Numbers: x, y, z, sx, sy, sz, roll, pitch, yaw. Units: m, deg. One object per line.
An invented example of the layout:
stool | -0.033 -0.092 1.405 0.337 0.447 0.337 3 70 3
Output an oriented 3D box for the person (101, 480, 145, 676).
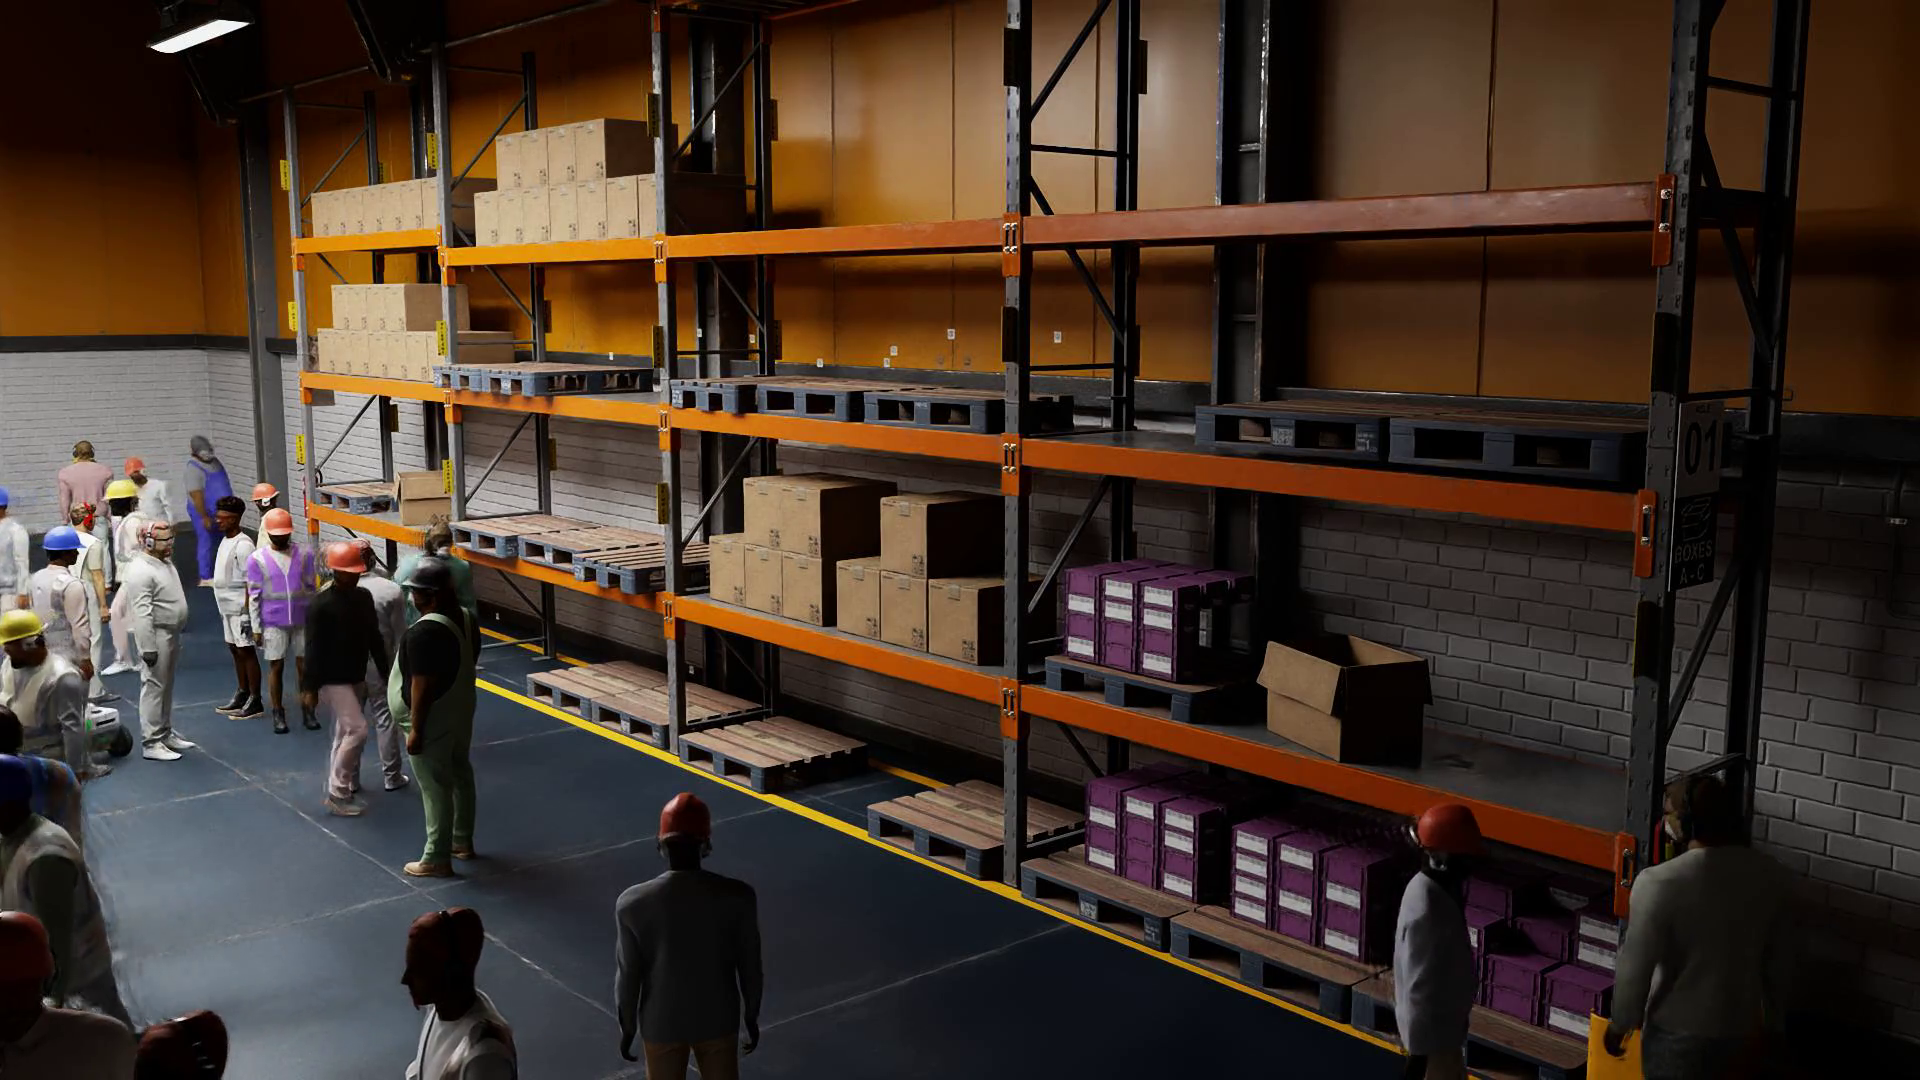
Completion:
person | -8.189 0.372 16.223 0.728 1.899 0.612 -5 9 -30

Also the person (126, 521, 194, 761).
person | -6.377 0.793 13.298 0.401 1.906 0.651 -1 8 -9

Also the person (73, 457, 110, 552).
person | -11.334 -0.320 21.647 0.489 1.731 0.325 2 8 13

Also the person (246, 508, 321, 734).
person | -5.695 0.681 14.041 0.552 1.923 0.391 -6 10 -35

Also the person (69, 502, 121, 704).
person | -7.937 0.575 15.069 0.560 1.836 0.394 5 10 31

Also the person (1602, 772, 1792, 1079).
person | 2.736 1.795 6.296 0.664 1.910 0.613 -2 8 -15

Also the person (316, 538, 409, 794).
person | -4.405 0.932 12.334 0.642 1.909 0.409 -1 8 -10

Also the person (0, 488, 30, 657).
person | -8.949 0.452 15.548 0.630 1.936 0.430 3 9 21

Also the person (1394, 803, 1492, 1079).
person | 1.854 1.859 6.462 0.382 1.735 0.574 3 9 20

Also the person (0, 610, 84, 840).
person | -5.523 1.306 10.052 0.678 1.808 0.410 3 9 20

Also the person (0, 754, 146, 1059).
person | -3.692 1.744 6.881 0.614 1.866 1.081 7 11 39

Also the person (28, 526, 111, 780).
person | -6.816 0.860 12.690 0.616 1.945 0.398 5 10 31

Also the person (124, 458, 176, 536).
person | -10.138 -0.187 20.778 0.586 1.705 0.579 0 8 -3

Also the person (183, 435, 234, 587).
person | -9.494 -0.396 21.096 0.559 2.000 0.778 2 9 16

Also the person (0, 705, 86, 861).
person | -4.341 1.648 7.616 0.640 1.829 0.429 -6 10 -37

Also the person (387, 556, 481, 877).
person | -3.376 1.111 10.623 0.538 2.000 0.687 2 8 10

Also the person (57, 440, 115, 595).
person | -10.769 -0.267 20.554 0.630 1.940 0.372 -5 10 -33

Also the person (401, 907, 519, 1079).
person | -1.471 2.003 4.980 0.339 1.878 0.574 -4 9 -29

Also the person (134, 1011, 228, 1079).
person | -1.891 2.106 4.308 0.582 1.876 0.377 4 9 28

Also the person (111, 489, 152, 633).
person | -8.982 0.230 18.223 0.515 1.622 0.521 3 9 20

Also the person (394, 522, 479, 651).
person | -4.146 0.803 13.238 0.675 1.903 0.786 -8 11 -43

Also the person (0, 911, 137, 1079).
person | -2.621 1.993 4.698 0.621 1.985 0.408 -3 9 -22

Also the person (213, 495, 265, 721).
person | -6.323 0.584 14.539 0.361 1.965 0.613 -7 11 -40

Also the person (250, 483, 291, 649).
person | -7.264 0.268 17.543 0.355 1.737 0.573 -2 8 -13

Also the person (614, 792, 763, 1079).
person | -1.056 1.848 6.502 0.573 1.747 0.345 -2 8 -13

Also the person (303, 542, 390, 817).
person | -4.324 0.983 11.776 0.536 1.965 0.607 2 8 13
